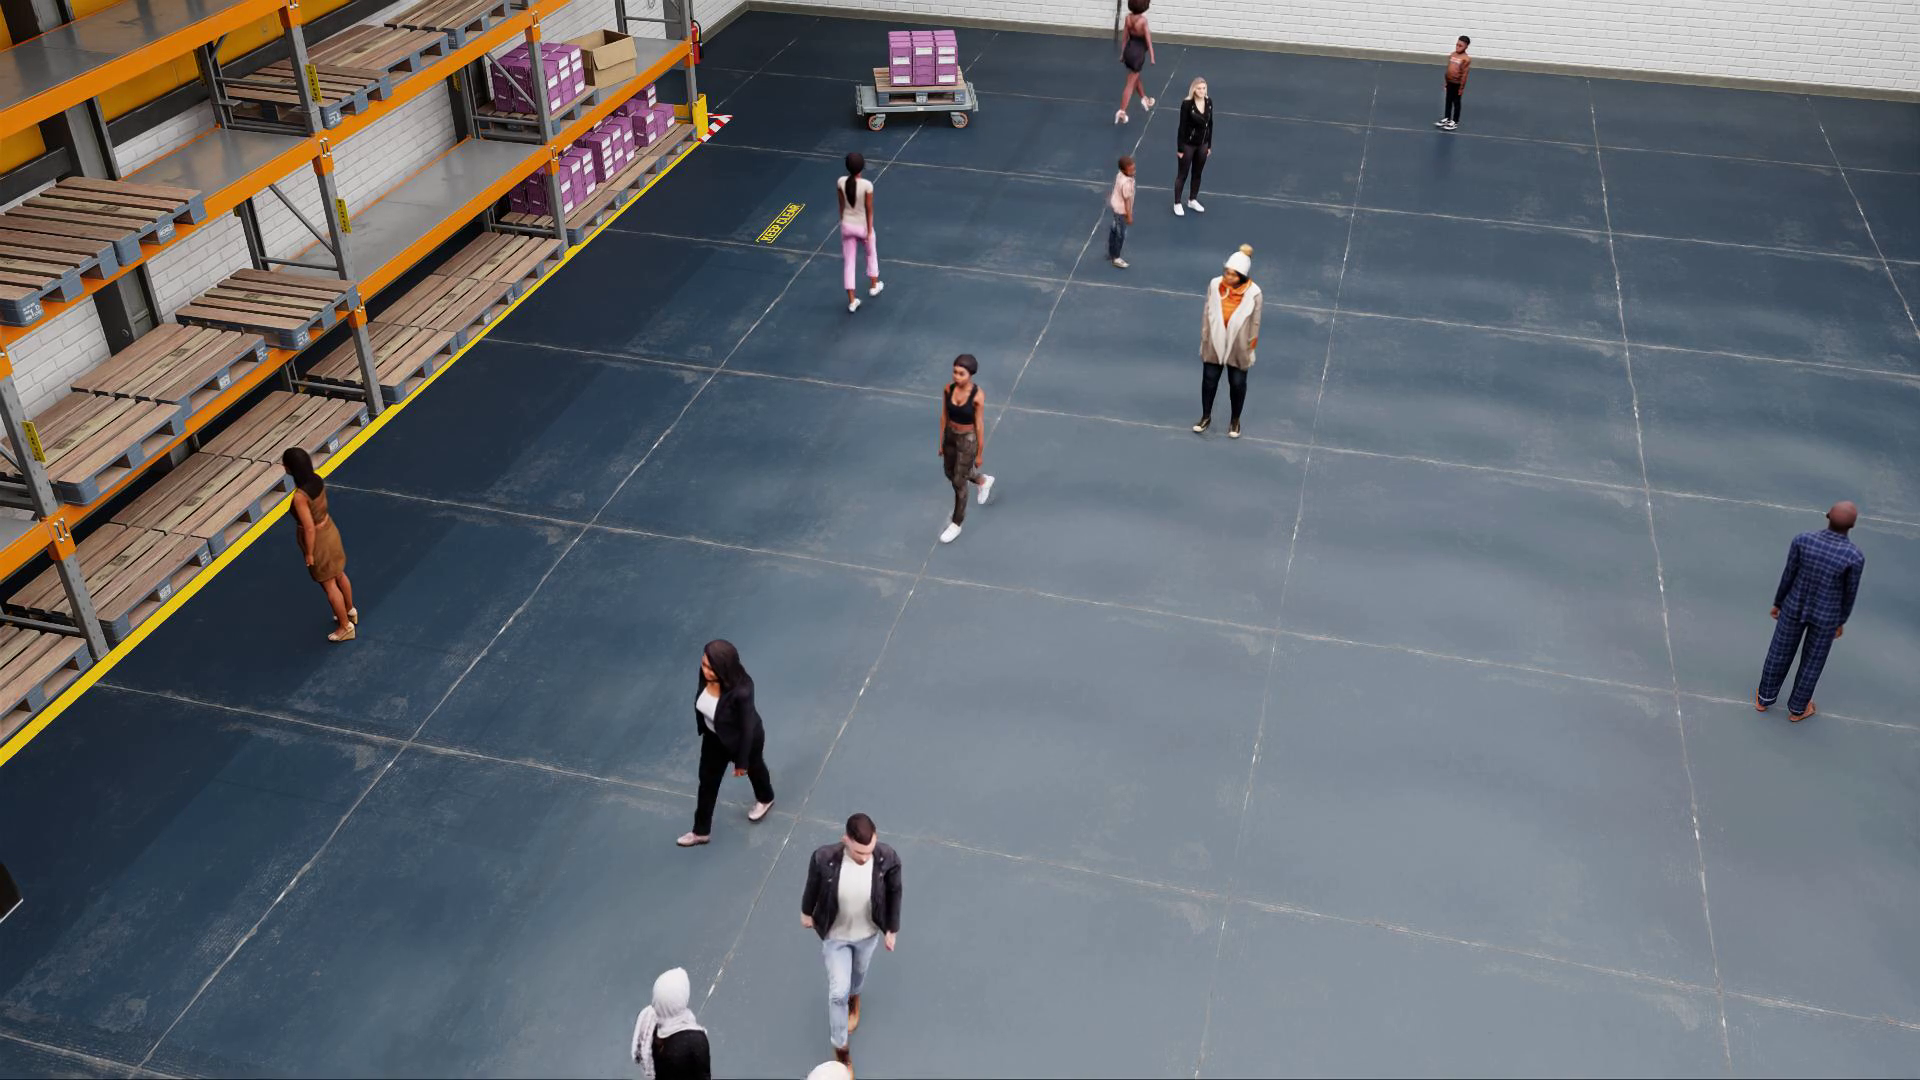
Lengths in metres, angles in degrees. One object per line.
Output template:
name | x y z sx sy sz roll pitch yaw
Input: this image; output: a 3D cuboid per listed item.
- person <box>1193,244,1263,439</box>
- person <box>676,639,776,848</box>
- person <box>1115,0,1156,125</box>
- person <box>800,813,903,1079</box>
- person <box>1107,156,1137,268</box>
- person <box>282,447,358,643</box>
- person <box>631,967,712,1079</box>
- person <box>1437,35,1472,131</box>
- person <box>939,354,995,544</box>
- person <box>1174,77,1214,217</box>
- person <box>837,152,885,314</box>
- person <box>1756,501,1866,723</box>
person | 2.494 -1.860 15.370 0.703 1.905 0.680 12 35 17
person | -1.436 1.269 10.961 0.900 1.572 1.136 21 39 29
person | 2.298 -6.468 22.438 1.133 1.753 0.966 -26 42 -33
person | -0.620 2.134 9.457 0.946 1.798 1.080 -3 34 -5
person | 1.792 -3.754 18.774 0.788 1.290 0.590 -13 36 -19
person | -4.896 0.028 12.725 0.680 1.688 0.539 -1 34 -2
person | -1.447 2.907 8.332 0.764 1.756 0.933 17 37 23
person | 6.720 -6.202 22.488 0.647 1.255 0.585 -17 37 -24
person | 0.063 -0.833 14.027 0.824 1.680 1.082 22 40 30
person | 2.780 -4.699 19.846 0.721 1.678 0.766 -14 36 -20
person | -1.130 -3.234 17.605 0.566 1.718 0.886 8 35 12
person | 6.097 0.500 11.896 0.747 1.819 0.738 23 40 31
